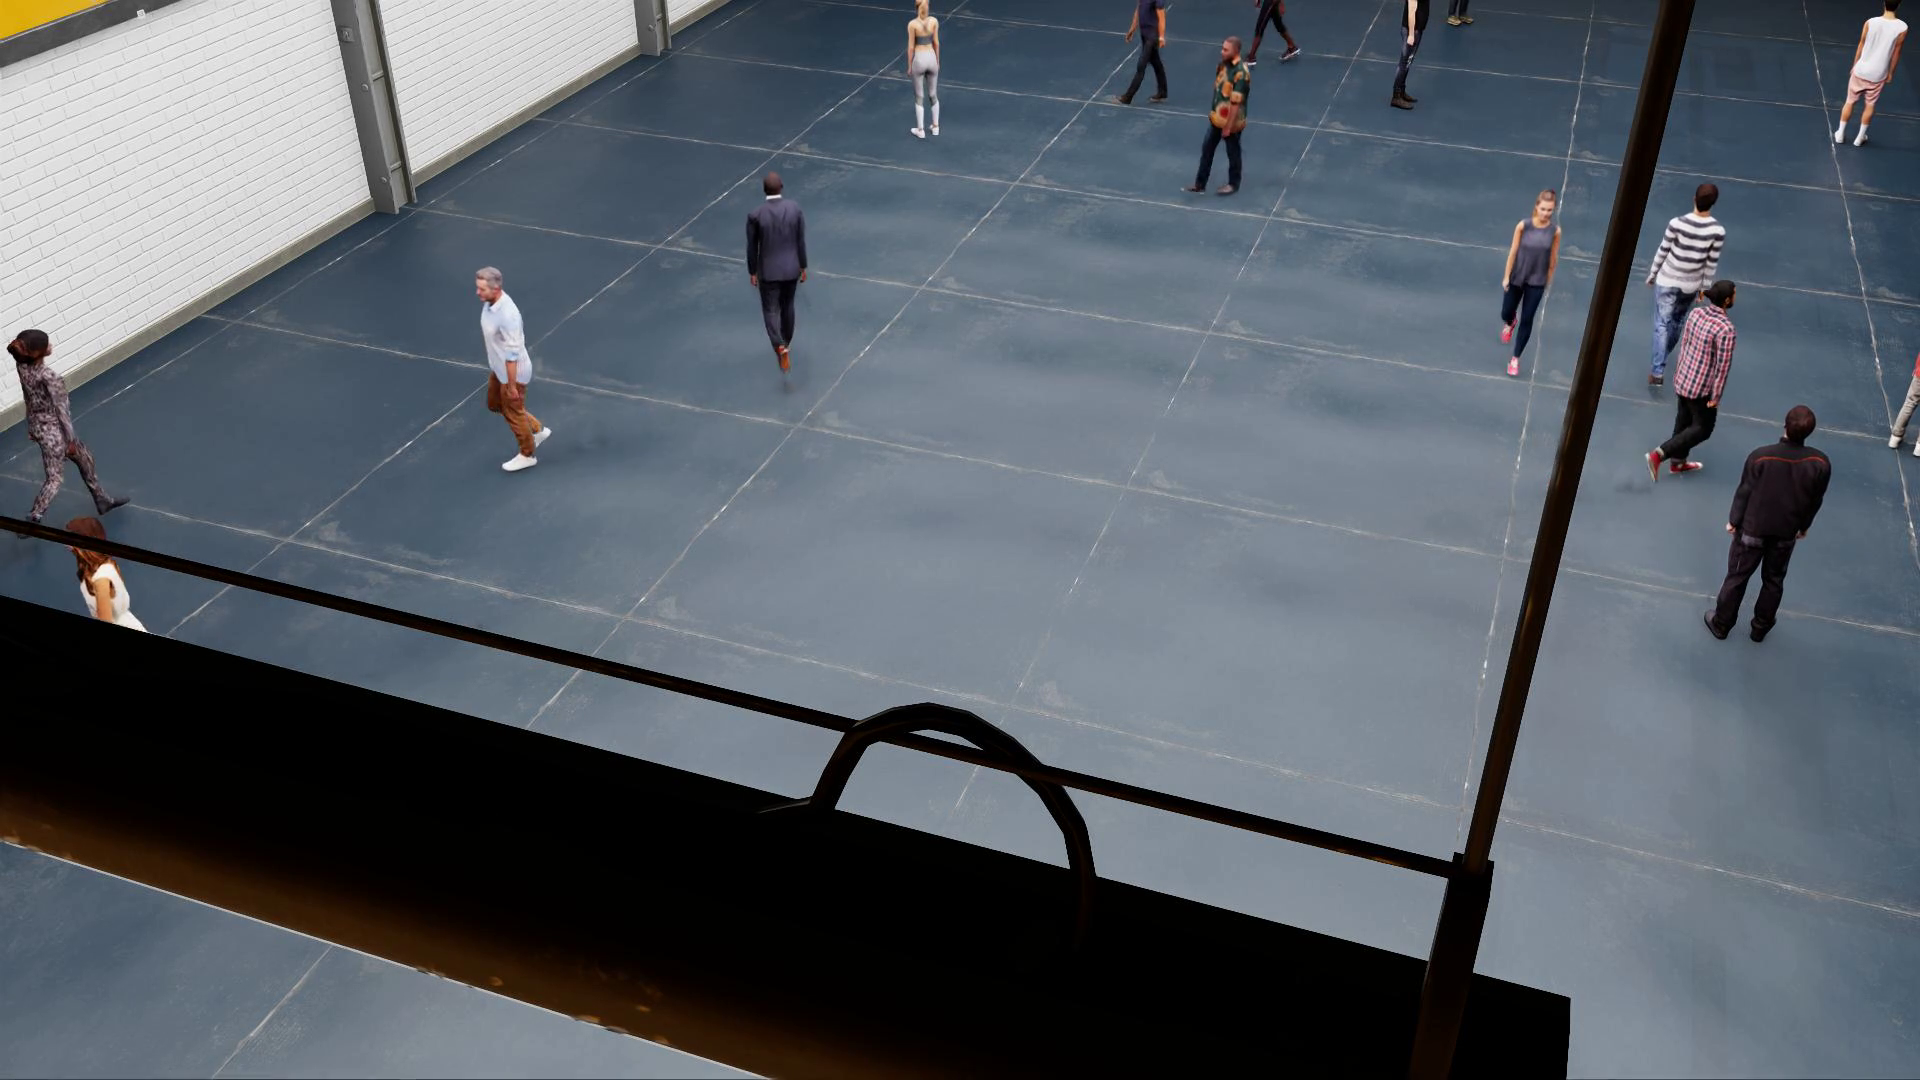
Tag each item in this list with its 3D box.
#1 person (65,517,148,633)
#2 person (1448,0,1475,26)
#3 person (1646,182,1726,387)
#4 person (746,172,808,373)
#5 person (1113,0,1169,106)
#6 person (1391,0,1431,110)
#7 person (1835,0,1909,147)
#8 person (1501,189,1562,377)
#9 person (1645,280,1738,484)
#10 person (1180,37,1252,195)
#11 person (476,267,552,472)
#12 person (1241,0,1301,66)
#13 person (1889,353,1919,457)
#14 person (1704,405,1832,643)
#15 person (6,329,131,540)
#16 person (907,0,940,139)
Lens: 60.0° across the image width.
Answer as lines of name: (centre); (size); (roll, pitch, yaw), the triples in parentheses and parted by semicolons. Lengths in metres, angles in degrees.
person: (-5.156, 0.623, 10.478); (1.192, 1.737, 0.979); (-24, 40, -31)
person: (7.326, -8.332, 23.916); (0.667, 1.775, 0.762); (-21, 39, -28)
person: (6.341, -2.211, 14.676); (0.763, 1.811, 1.212); (7, 34, 11)
person: (-1.613, -2.378, 14.940); (1.043, 1.797, 1.157); (-9, 35, -13)
person: (2.490, -6.379, 21.000); (1.083, 1.752, 1.079); (-10, 35, -15)
person: (5.698, -6.429, 20.945); (0.751, 1.896, 0.508); (14, 36, 20)
person: (10.851, -5.608, 19.811); (0.648, 1.784, 0.601); (16, 37, 23)
person: (5.112, -2.355, 14.983); (0.565, 1.711, 0.842); (11, 35, 16)
person: (5.847, -1.245, 13.279); (1.031, 1.748, 0.996); (-9, 35, -14)
person: (3.045, -4.679, 18.413); (1.099, 1.784, 1.038); (-15, 36, -21)
person: (-3.572, -1.404, 13.465); (0.907, 1.807, 0.852); (-16, 37, -23)
person: (4.296, -7.252, 22.344); (1.135, 1.717, 1.177); (-9, 35, -13)
person: (8.076, -1.372, 13.771); (0.590, 1.415, 0.578); (-28, 43, -35)
person: (5.581, -0.098, 11.473); (0.754, 1.837, 0.618); (6, 34, 9)
person: (-6.966, -0.761, 12.619); (0.866, 1.673, 1.204); (22, 39, 29)
person: (-0.431, -5.714, 20.043); (0.649, 1.702, 0.700); (-12, 35, -17)
